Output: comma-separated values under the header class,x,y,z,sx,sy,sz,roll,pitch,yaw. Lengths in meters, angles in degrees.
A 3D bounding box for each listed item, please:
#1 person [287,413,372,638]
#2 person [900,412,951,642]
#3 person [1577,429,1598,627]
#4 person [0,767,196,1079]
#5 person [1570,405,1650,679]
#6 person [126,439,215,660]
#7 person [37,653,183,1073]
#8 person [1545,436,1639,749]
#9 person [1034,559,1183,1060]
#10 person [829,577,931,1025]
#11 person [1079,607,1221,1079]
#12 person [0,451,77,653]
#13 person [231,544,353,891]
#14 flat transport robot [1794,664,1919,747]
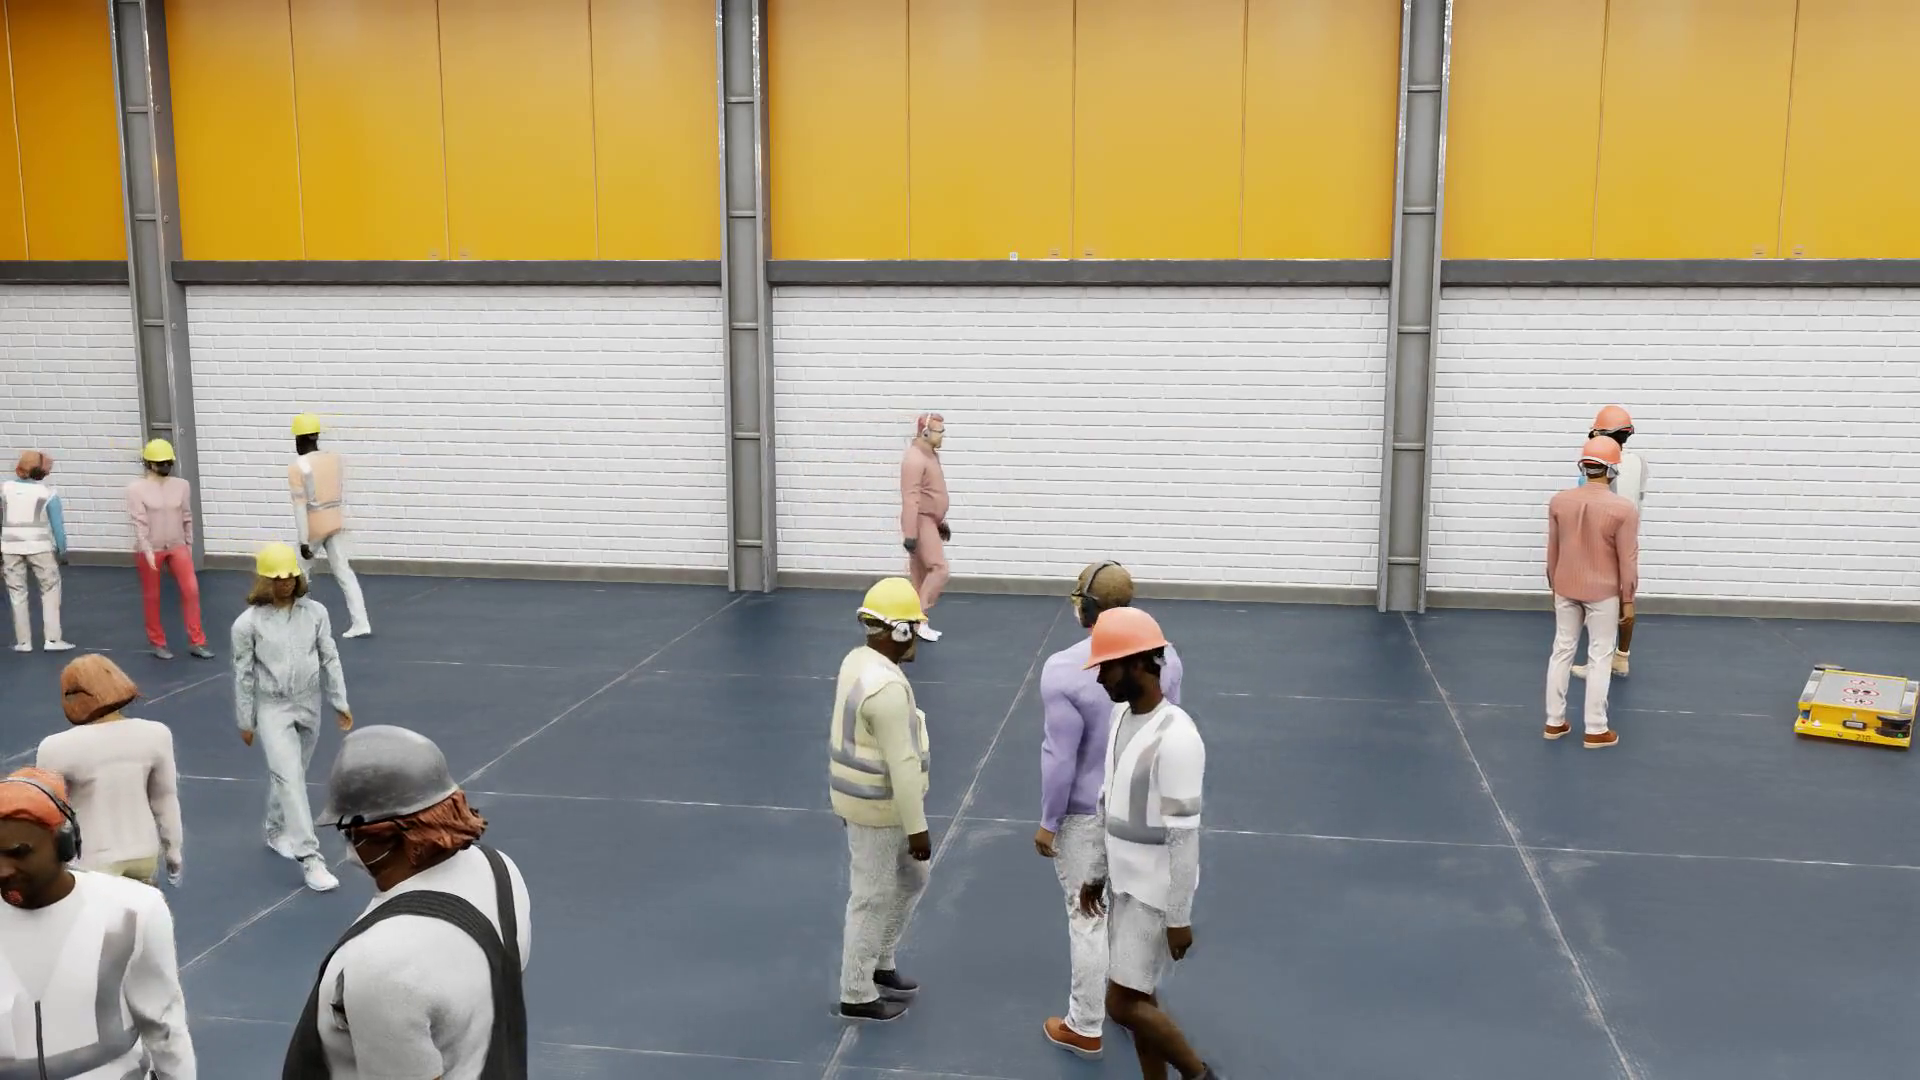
class,x,y,z,sx,sy,sz,roll,pitch,yaw
person,-5.301,-0.109,13.706,1.023,1.871,0.598,5,10,27
person,-0.272,-0.107,13.630,0.458,1.885,0.639,1,9,3
person,5.426,-0.102,14.184,0.533,1.697,0.318,-7,11,-36
person,-2.185,1.450,4.063,0.602,1.865,0.435,-3,10,-20
person,4.797,0.025,12.328,0.605,2.045,0.382,-5,11,-31
person,-6.105,0.092,12.848,0.716,1.738,0.517,8,12,39
person,-3.224,1.217,6.374,0.825,1.593,0.488,7,11,36
person,4.047,0.325,10.655,0.403,1.987,0.617,-8,12,-40
person,0.563,1.033,6.441,0.636,1.938,0.362,-6,11,-32
person,-0.294,1.056,6.703,0.500,1.803,0.604,-1,9,-8
person,0.631,1.175,5.689,0.427,1.900,0.567,-2,9,-13
person,-7.345,0.108,13.148,0.597,1.617,0.355,-2,9,-10
person,-3.355,0.848,8.326,0.903,1.698,0.490,7,12,38
flat transport robot,6.048,1.096,11.181,0.652,0.197,1.431,6,11,31
